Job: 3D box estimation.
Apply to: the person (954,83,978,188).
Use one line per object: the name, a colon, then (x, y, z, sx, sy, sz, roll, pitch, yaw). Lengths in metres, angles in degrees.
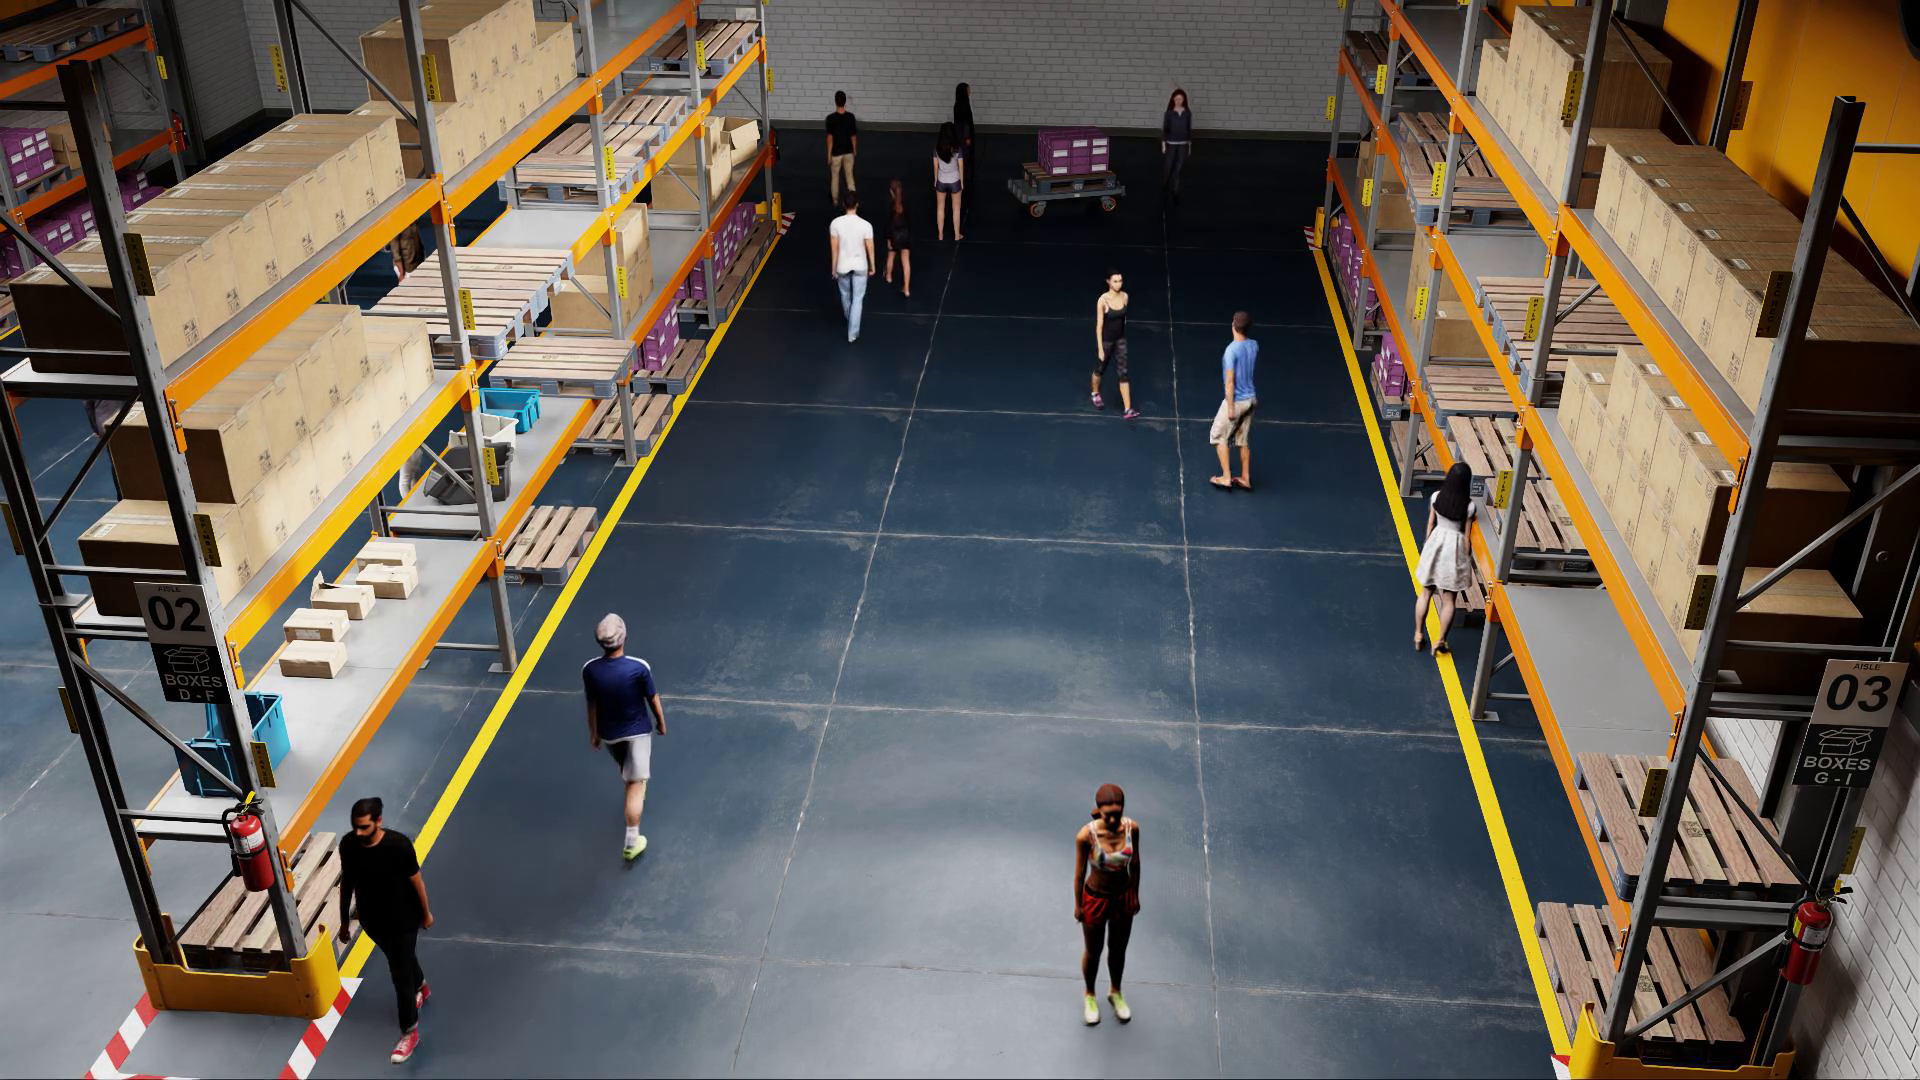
person: (0.043, -6.413, 26.300, 0.748, 1.615, 0.636, -7, 29, -13)

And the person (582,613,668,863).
person: (-2.380, 1.425, 11.758, 0.715, 1.779, 1.224, 2, 29, 3)

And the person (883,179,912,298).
person: (-0.779, -3.952, 21.888, 0.788, 1.518, 1.094, -8, 30, -14)

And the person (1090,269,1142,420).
person: (1.620, -2.208, 18.517, 0.998, 1.684, 1.222, -14, 31, -24)

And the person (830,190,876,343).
person: (-1.337, -3.317, 20.406, 0.700, 1.822, 1.086, 3, 29, 6)

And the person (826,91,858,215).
person: (-1.726, -5.714, 24.813, 0.979, 1.810, 1.252, -9, 30, -16)

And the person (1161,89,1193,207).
person: (3.309, -6.030, 25.433, 0.629, 1.771, 0.729, 0, 29, -1)

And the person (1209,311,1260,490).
person: (2.856, -1.366, 16.825, 0.903, 1.827, 0.845, 23, 36, 35)

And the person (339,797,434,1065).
person: (-3.481, 2.261, 10.269, 0.726, 1.738, 0.940, 7, 29, 12)

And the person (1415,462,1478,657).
person: (4.113, 0.160, 14.089, 0.771, 1.769, 0.801, 19, 34, 31)

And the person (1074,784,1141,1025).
person: (0.904, 2.221, 10.293, 0.650, 1.785, 0.651, -7, 29, -13)

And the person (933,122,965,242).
person: (-0.168, -5.155, 23.897, 0.610, 1.707, 0.547, 5, 29, 9)
